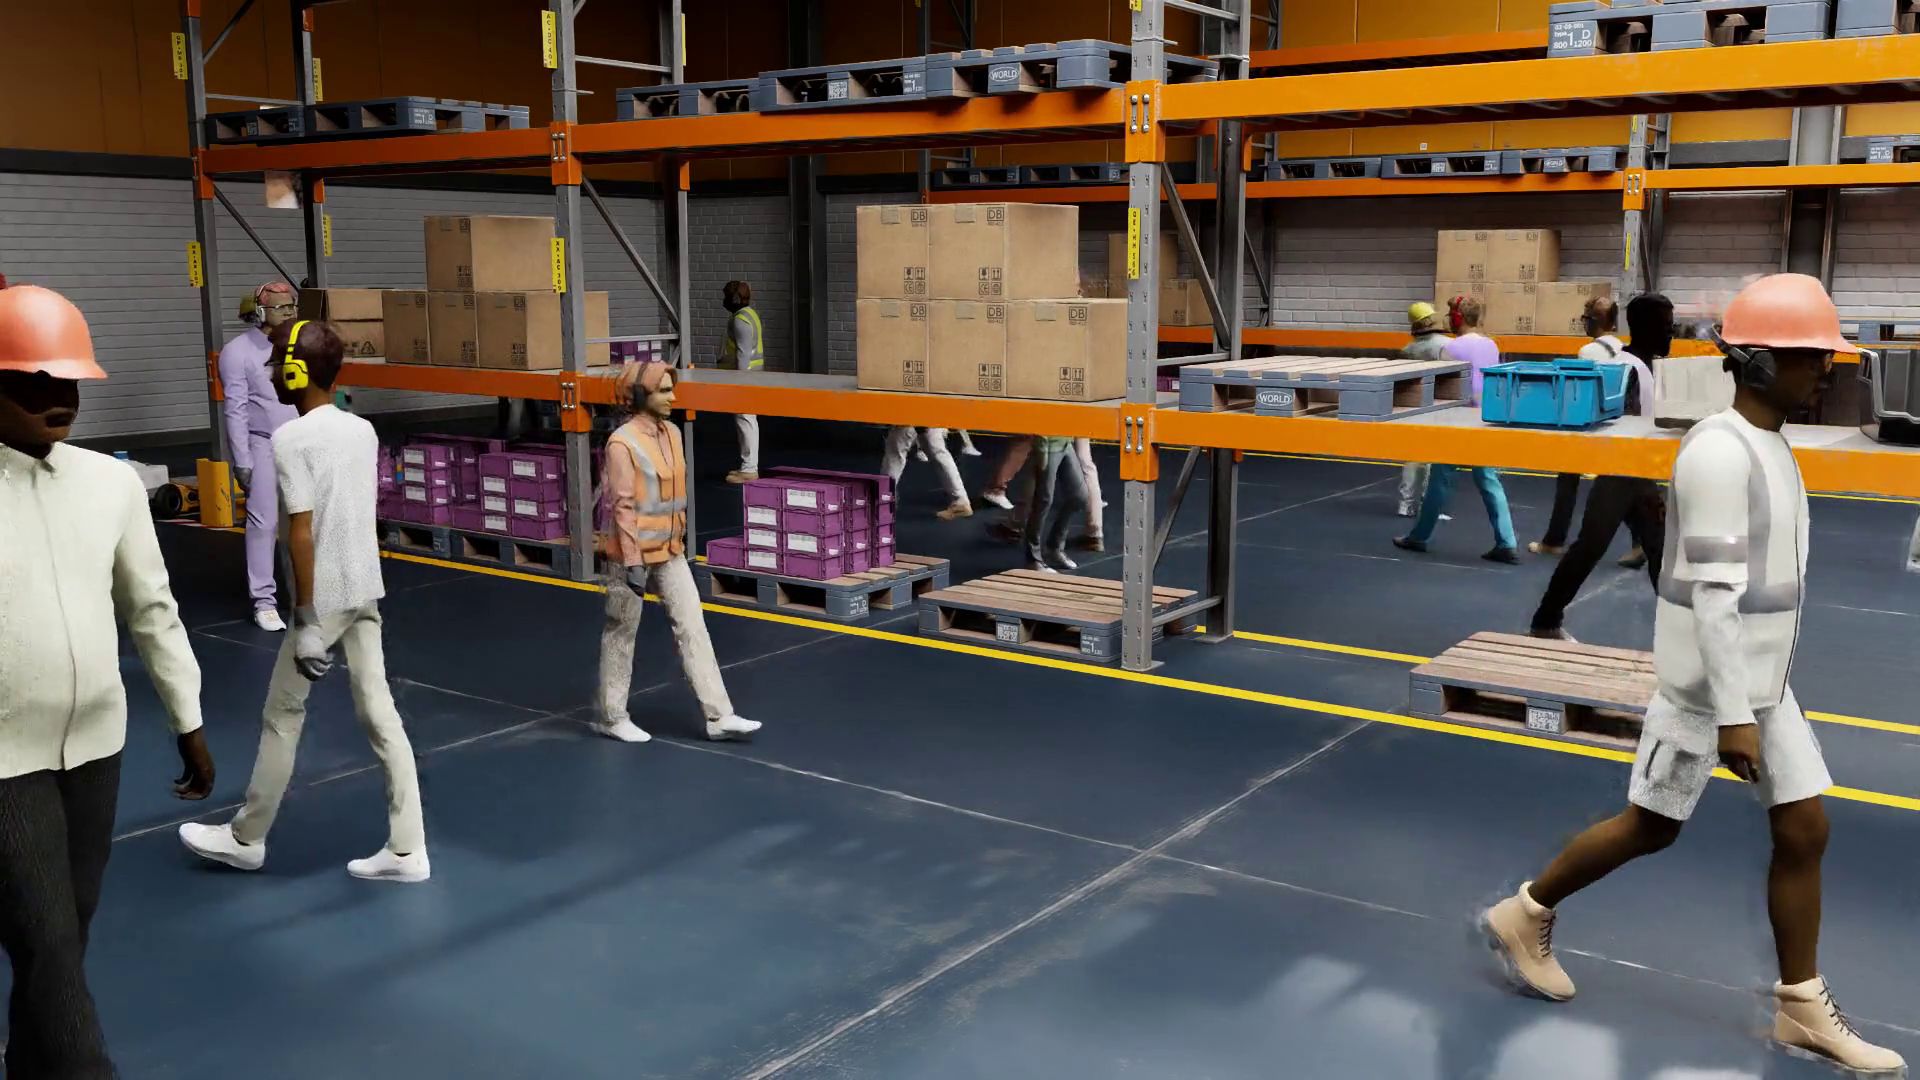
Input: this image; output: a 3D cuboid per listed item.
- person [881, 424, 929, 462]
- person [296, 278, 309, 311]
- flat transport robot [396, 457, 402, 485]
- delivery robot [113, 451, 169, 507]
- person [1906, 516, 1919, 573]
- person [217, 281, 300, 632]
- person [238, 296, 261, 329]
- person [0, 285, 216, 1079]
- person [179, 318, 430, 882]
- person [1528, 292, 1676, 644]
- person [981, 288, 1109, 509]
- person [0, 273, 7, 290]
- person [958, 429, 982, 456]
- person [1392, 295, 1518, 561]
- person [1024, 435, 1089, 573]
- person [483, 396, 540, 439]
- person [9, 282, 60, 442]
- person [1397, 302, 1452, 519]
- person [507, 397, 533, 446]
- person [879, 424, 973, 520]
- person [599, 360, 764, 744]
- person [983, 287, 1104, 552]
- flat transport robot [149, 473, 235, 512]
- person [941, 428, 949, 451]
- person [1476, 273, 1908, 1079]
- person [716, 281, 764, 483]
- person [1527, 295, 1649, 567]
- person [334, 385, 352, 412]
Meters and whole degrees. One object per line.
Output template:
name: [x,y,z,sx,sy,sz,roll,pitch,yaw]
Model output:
person: [-0.512,-1.726,16.750,0.616,1.895,0.651,-6,11,-34]
person: [-6.365,-1.647,16.386,0.323,1.865,0.501,5,11,28]
flat transport robot: [-5.106,-0.607,14.914,0.652,0.197,1.431,8,12,38]
delivery robot: [-6.447,-0.442,12.807,0.477,0.478,0.707,2,10,12]
person: [6.473,-0.537,10.548,0.518,1.597,0.776,-9,13,-43]
person: [-3.728,-0.465,9.202,0.407,1.910,0.640,6,11,31]
person: [-6.078,-1.248,14.470,0.914,1.712,0.533,1,10,8]
person: [-1.890,0.450,3.579,0.829,1.959,0.648,4,10,24]
person: [-2.148,0.206,5.412,0.926,1.831,0.562,3,10,17]
person: [3.427,-0.315,8.453,1.021,1.865,0.596,7,12,37]
person: [0.665,-1.141,13.488,1.007,1.842,0.681,1,10,9]
person: [-9.236,-1.628,16.030,0.548,1.942,0.348,-3,10,-17]
person: [-0.078,-1.809,17.436,0.733,1.836,0.531,9,13,42]
person: [3.437,-0.761,11.308,0.600,1.796,0.968,-7,12,-35]
person: [0.612,-0.564,10.693,0.401,1.604,0.513,5,11,28]
person: [-5.139,-1.967,18.865,0.733,1.654,0.582,-1,10,-9]
person: [-7.547,-1.145,13.433,0.675,1.861,0.978,-6,11,-32]
person: [3.655,-0.990,12.988,0.346,1.707,0.530,-9,13,-42]
person: [-4.795,-1.950,18.185,0.581,1.859,0.690,5,11,28]
person: [-0.349,-1.025,12.905,0.982,1.792,0.642,2,10,11]
person: [-1.192,0.074,6.849,0.789,1.604,0.546,4,10,22]
person: [0.622,-0.910,11.690,0.975,1.952,0.657,7,12,35]
flat transport robot: [-6.054,-0.427,13.842,0.652,0.197,1.431,9,13,43]
person: [-0.321,-1.799,17.143,0.626,1.915,0.437,-2,10,-14]
person: [1.887,0.322,4.271,0.618,2.005,1.024,-9,13,-44]
person: [-2.014,-1.442,15.223,0.429,1.841,0.633,0,10,0]
person: [4.291,-0.724,11.080,0.524,1.806,0.956,-6,11,-32]
person: [-5.556,-1.301,14.602,0.311,1.768,0.533,4,11,25]
